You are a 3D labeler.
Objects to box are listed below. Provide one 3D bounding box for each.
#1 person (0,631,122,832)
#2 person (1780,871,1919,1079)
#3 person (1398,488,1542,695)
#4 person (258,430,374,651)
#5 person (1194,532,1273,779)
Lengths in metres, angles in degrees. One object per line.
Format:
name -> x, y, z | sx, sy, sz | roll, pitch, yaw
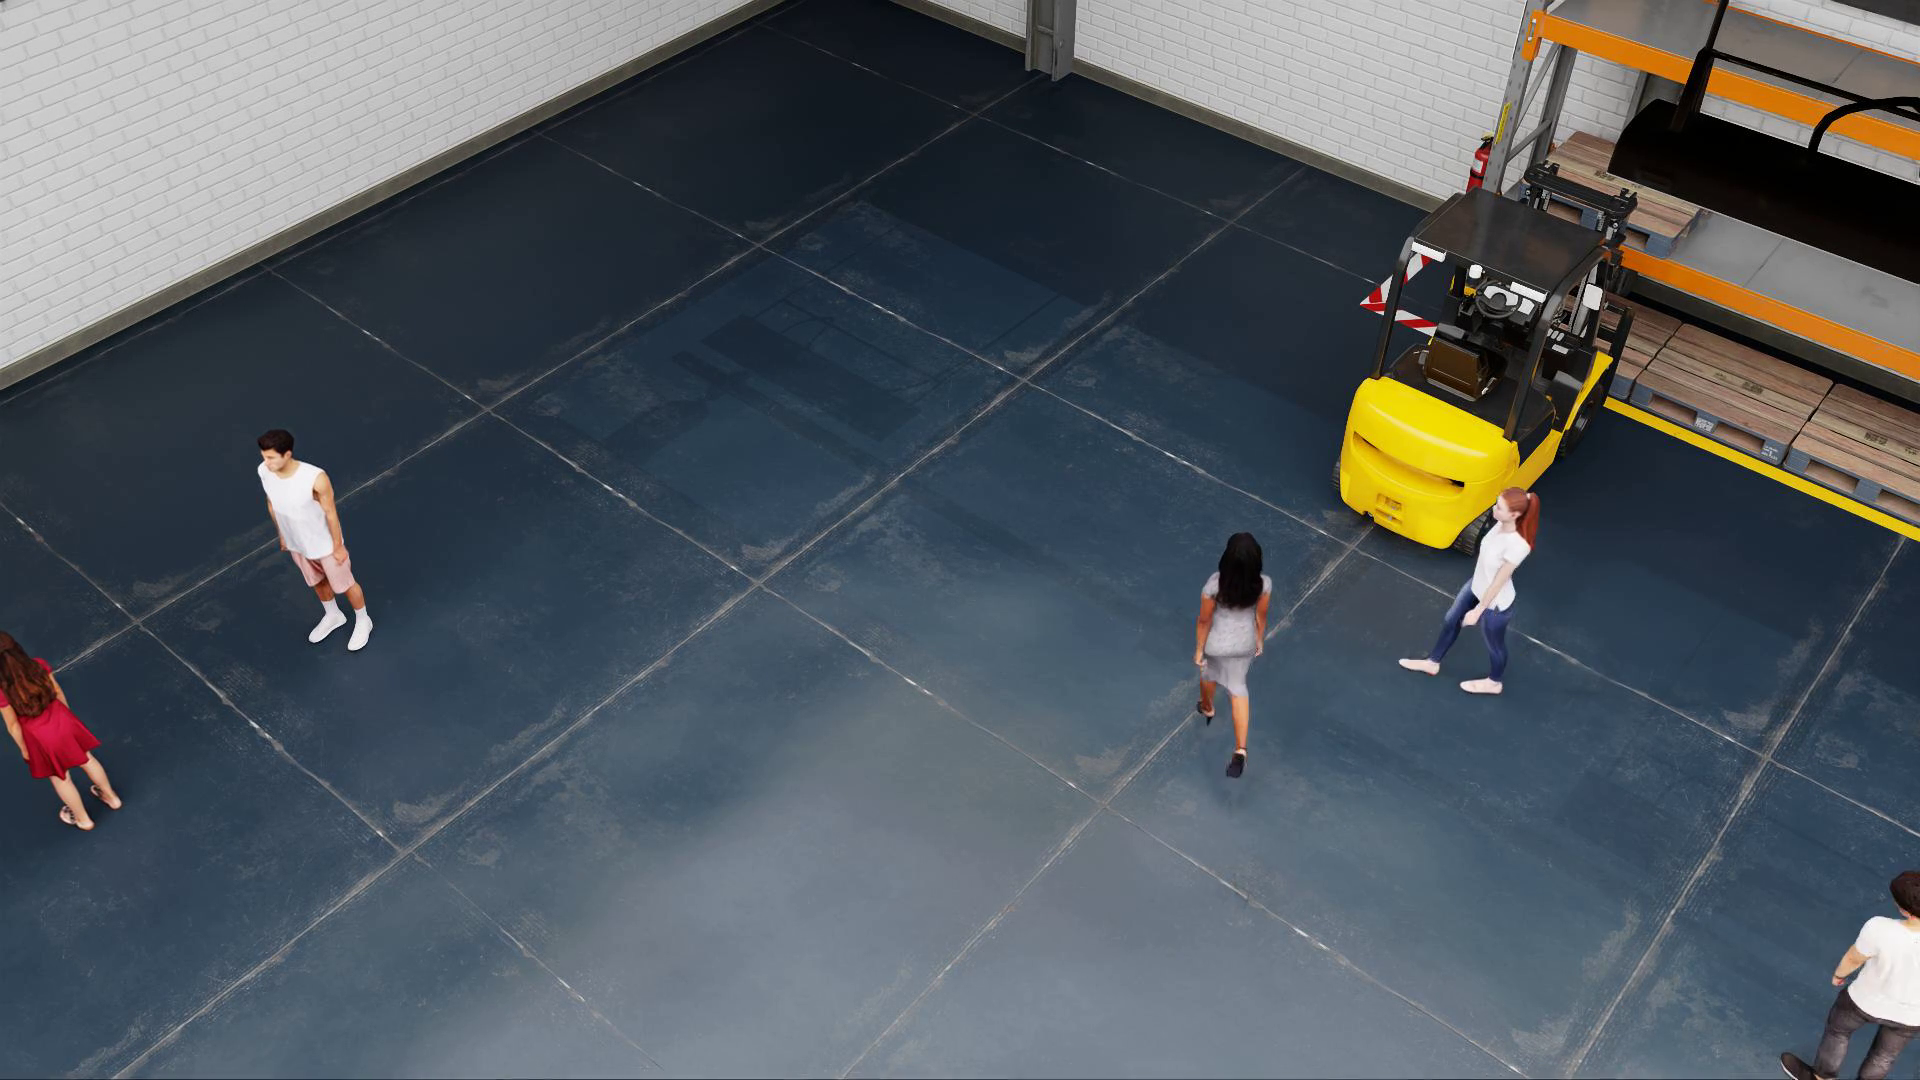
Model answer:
person -> -5.319, 1.106, 9.693 | 0.669, 1.551, 0.608 | 18, 46, 18
person -> 4.700, 2.326, 8.315 | 0.598, 1.686, 0.870 | 28, 50, 26
person -> 3.414, 0.366, 10.351 | 0.979, 1.715, 0.869 | 2, 44, 2
person -> -4.152, -0.021, 10.705 | 0.636, 1.787, 0.784 | 12, 45, 13
person -> 1.624, 0.703, 9.967 | 1.019, 1.756, 1.073 | -3, 44, -4
